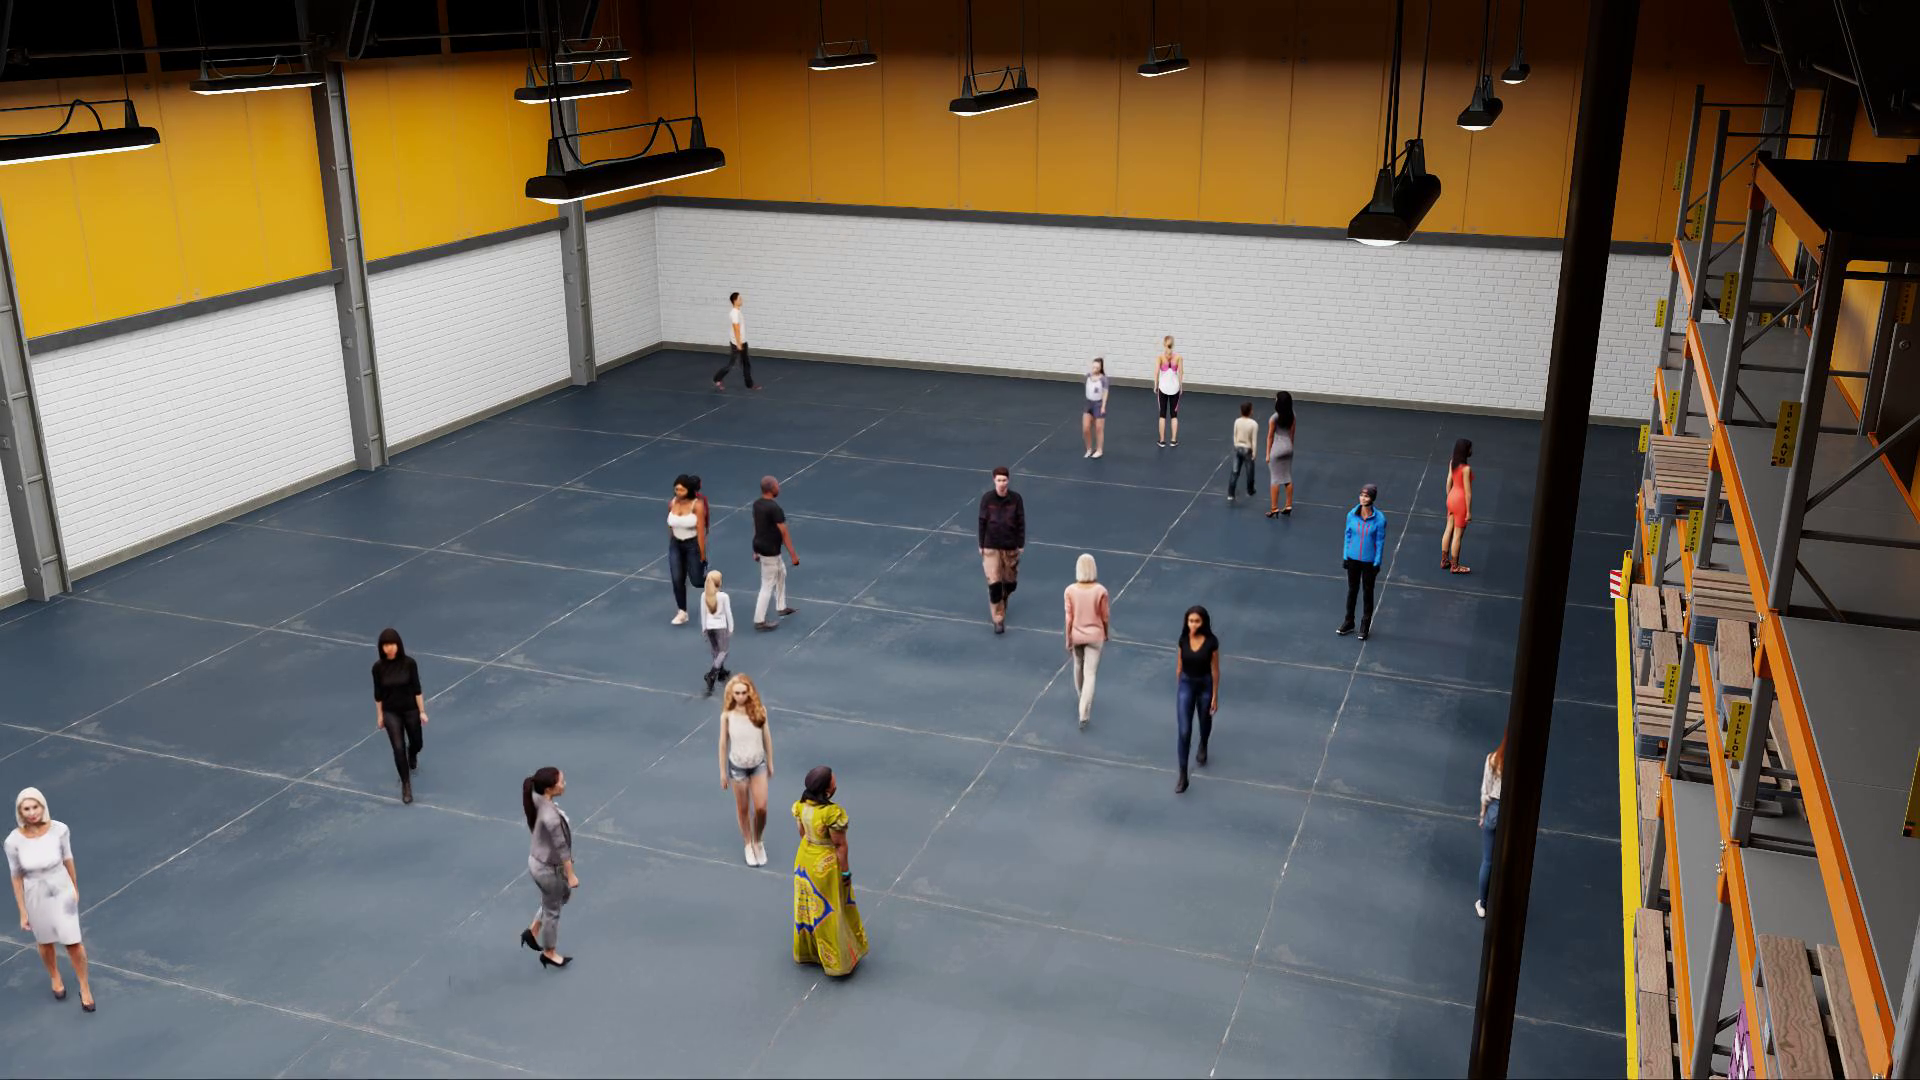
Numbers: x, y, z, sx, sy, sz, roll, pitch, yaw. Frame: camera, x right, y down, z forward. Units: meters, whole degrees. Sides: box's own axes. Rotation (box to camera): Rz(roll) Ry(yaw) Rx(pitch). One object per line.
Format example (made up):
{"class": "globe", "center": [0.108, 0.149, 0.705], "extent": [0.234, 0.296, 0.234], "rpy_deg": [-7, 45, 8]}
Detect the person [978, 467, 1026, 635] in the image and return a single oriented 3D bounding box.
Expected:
{"class": "person", "center": [0.466, 0.077, 19.028], "extent": [0.964, 1.908, 1.165], "rpy_deg": [-1, 19, -3]}

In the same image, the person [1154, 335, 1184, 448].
{"class": "person", "center": [3.323, -2.375, 26.499], "extent": [0.654, 1.786, 0.604], "rpy_deg": [2, 19, 5]}

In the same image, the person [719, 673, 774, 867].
{"class": "person", "center": [-1.796, 1.881, 13.917], "extent": [0.736, 1.751, 0.776], "rpy_deg": [-5, 19, -14]}

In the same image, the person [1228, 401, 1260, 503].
{"class": "person", "center": [3.996, -1.226, 23.631], "extent": [0.674, 1.439, 1.027], "rpy_deg": [11, 21, 29]}

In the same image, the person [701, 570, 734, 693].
{"class": "person", "center": [-2.576, 0.951, 17.440], "extent": [0.498, 1.265, 0.818], "rpy_deg": [7, 20, 20]}

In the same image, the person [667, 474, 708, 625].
{"class": "person", "center": [-3.085, 0.086, 19.195], "extent": [0.677, 1.786, 0.973], "rpy_deg": [9, 21, 26]}

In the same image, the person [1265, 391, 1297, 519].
{"class": "person", "center": [4.443, -1.181, 22.970], "extent": [0.675, 1.776, 0.737], "rpy_deg": [-9, 21, -24]}

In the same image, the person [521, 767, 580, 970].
{"class": "person", "center": [-3.127, 2.467, 12.320], "extent": [0.828, 1.660, 0.771], "rpy_deg": [-11, 22, -30]}

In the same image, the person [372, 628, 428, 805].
{"class": "person", "center": [-5.074, 1.543, 15.114], "extent": [0.898, 1.628, 0.995], "rpy_deg": [-6, 20, -17]}

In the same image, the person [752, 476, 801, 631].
{"class": "person", "center": [-2.249, 0.174, 18.944], "extent": [1.071, 1.778, 0.966], "rpy_deg": [-12, 22, -31]}

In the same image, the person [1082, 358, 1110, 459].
{"class": "person", "center": [2.107, -2.047, 25.796], "extent": [0.698, 1.613, 0.747], "rpy_deg": [18, 25, 42]}

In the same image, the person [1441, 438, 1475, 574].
{"class": "person", "center": [6.249, -0.438, 20.853], "extent": [0.730, 1.719, 0.640], "rpy_deg": [-6, 19, -16]}

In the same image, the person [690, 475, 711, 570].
{"class": "person", "center": [-3.332, -0.194, 20.872], "extent": [0.536, 1.245, 0.676], "rpy_deg": [5, 19, 14]}

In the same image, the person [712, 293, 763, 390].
{"class": "person", "center": [-4.091, -3.550, 30.007], "extent": [0.933, 1.774, 1.149], "rpy_deg": [1, 19, 4]}

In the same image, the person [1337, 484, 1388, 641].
{"class": "person", "center": [4.549, 0.230, 18.749], "extent": [0.675, 1.795, 0.632], "rpy_deg": [14, 23, 36]}

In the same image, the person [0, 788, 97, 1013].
{"class": "person", "center": [-6.591, 2.546, 11.983], "extent": [0.879, 1.725, 0.893], "rpy_deg": [-12, 22, -31]}

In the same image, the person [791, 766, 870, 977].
{"class": "person", "center": [-1.015, 2.443, 12.390], "extent": [0.972, 1.660, 0.947], "rpy_deg": [16, 25, 40]}

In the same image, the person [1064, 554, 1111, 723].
{"class": "person", "center": [1.267, 1.011, 16.609], "extent": [0.698, 1.682, 1.173], "rpy_deg": [4, 19, 12]}

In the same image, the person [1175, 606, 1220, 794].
{"class": "person", "center": [2.218, 1.410, 15.405], "extent": [0.638, 1.694, 1.210], "rpy_deg": [5, 19, 13]}
